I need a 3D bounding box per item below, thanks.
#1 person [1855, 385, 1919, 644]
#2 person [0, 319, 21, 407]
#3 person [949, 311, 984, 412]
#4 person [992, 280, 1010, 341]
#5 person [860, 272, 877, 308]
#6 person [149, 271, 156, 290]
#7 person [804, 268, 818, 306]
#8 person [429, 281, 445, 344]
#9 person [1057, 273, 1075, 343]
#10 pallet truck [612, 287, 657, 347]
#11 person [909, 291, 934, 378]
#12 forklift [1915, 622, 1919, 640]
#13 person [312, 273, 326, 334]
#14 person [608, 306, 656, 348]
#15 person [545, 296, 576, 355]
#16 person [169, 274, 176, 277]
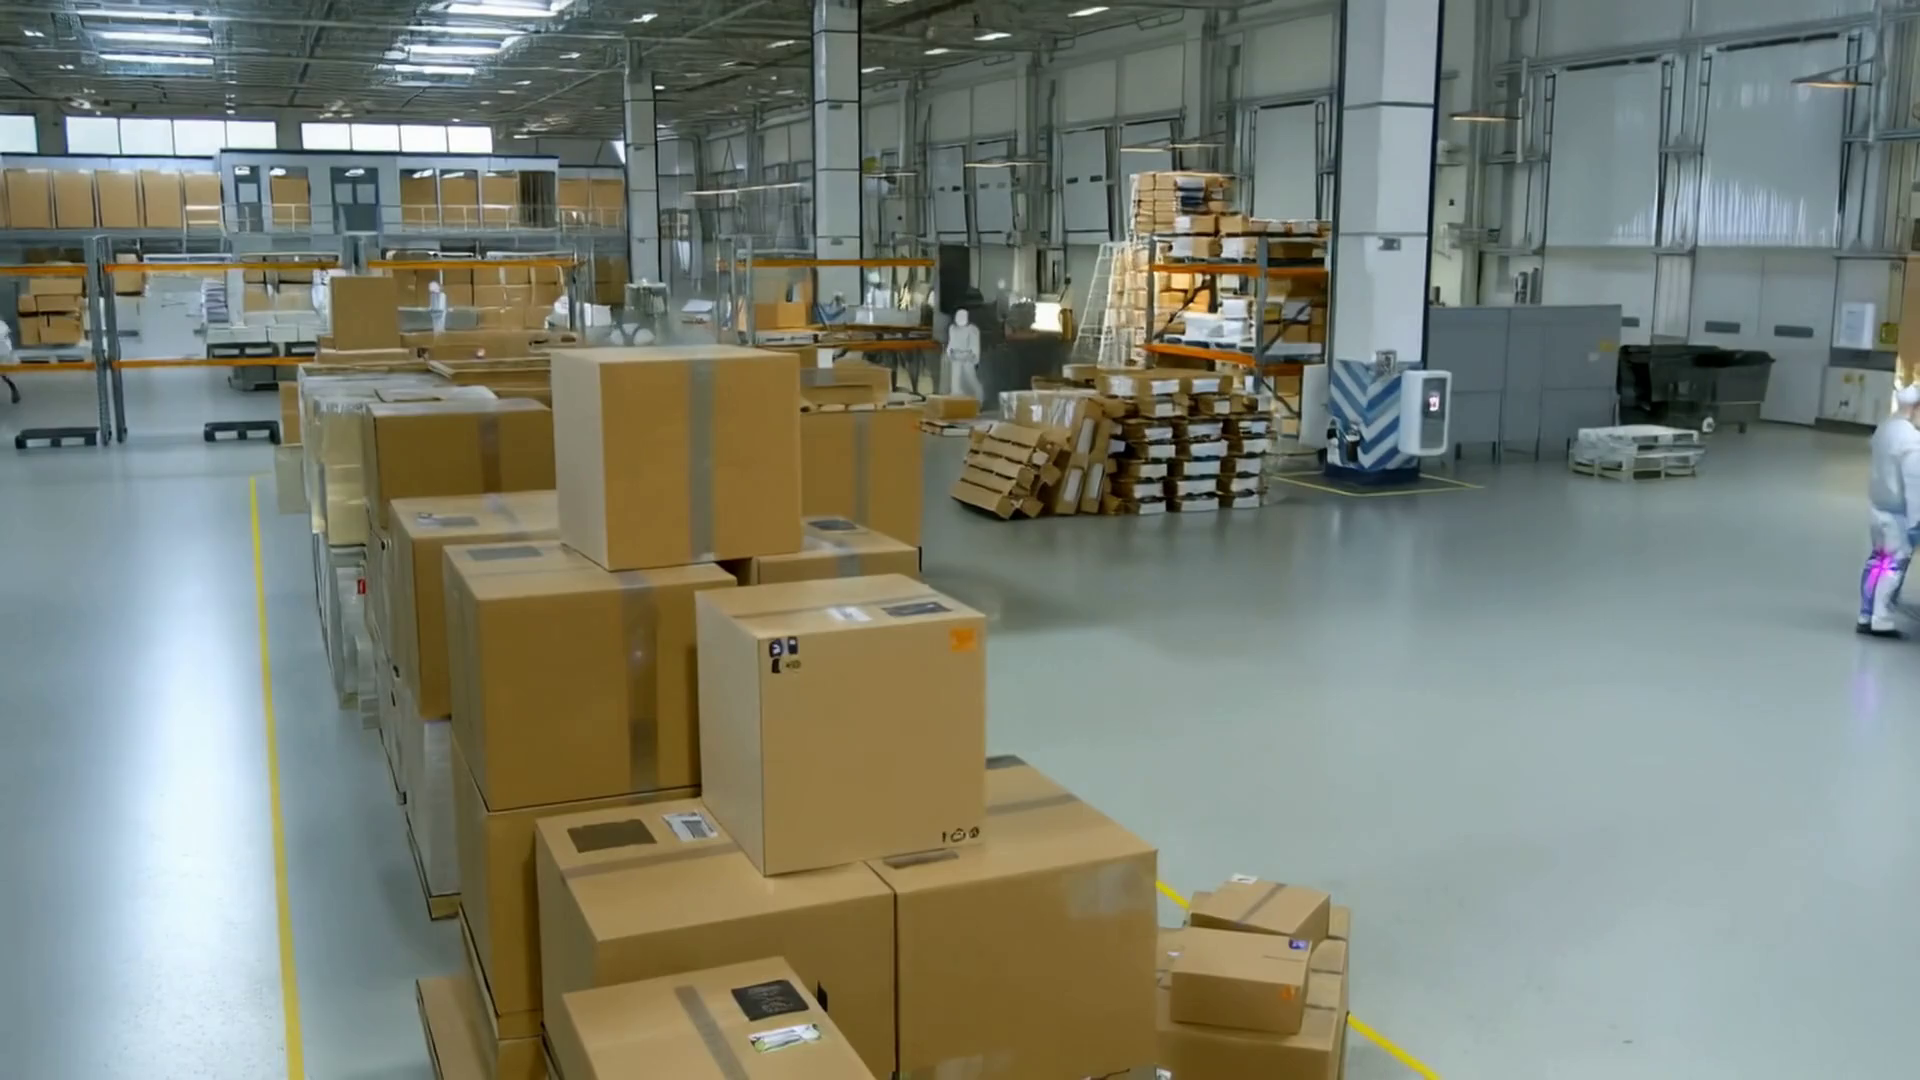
[{"bbox_3d":[6.959,-0.190,12.368,0.371,1.930,0.636,1,10,3],"label":"person"},{"bbox_3d":[-17.096,-3.306,29.551,0.547,1.925,0.577,1,10,5],"label":"person"},{"bbox_3d":[0.094,-3.037,28.489,0.631,1.789,1.033,6,12,28],"label":"person"},{"bbox_3d":[1.137,-6.543,47.695,0.543,1.811,0.972,-4,11,-22],"label":"person"},{"bbox_3d":[-3.044,-7.846,54.602,0.651,1.900,0.956,-1,10,-5],"label":"person"},{"bbox_3d":[-27.757,-8.327,57.330,0.355,1.883,0.574,-7,13,-36],"label":"person"},{"bbox_3d":[-5.991,-10.091,67.322,0.622,1.795,0.948,-4,11,-23],"label":"person"},{"bbox_3d":[-14.006,-6.004,44.581,0.374,1.863,0.611,-1,10,-4],"label":"person"},{"bbox_3d":[3.066,-6.695,48.027,0.381,1.994,0.621,-6,12,-30],"label":"person"},{"bbox_3d":[-6.464,-4.406,35.401,0.823,1.965,1.885,6,12,32],"label":"pallet truck"},{"bbox_3d":[-0.780,-4.408,35.777,0.709,1.876,0.380,8,13,37],"label":"person"},{"bbox_3d":[7.536,-0.447,11.148,1.129,2.768,1.873,1,10,8],"label":"forklift"},{"bbox_3d":[-19.464,-7.134,50.594,0.545,1.942,0.354,9,13,40],"label":"person"},{"bbox_3d":[-4.895,-2.555,25.082,0.692,2.000,1.060,0,10,3],"label":"person"},{"bbox_3d":[-7.340,-3.526,30.713,0.374,1.941,0.627,10,14,43],"label":"person"},{"bbox_3d":[-26.243,-7.976,55.599,0.789,1.812,0.541,4,11,21],"label":"person"}]
